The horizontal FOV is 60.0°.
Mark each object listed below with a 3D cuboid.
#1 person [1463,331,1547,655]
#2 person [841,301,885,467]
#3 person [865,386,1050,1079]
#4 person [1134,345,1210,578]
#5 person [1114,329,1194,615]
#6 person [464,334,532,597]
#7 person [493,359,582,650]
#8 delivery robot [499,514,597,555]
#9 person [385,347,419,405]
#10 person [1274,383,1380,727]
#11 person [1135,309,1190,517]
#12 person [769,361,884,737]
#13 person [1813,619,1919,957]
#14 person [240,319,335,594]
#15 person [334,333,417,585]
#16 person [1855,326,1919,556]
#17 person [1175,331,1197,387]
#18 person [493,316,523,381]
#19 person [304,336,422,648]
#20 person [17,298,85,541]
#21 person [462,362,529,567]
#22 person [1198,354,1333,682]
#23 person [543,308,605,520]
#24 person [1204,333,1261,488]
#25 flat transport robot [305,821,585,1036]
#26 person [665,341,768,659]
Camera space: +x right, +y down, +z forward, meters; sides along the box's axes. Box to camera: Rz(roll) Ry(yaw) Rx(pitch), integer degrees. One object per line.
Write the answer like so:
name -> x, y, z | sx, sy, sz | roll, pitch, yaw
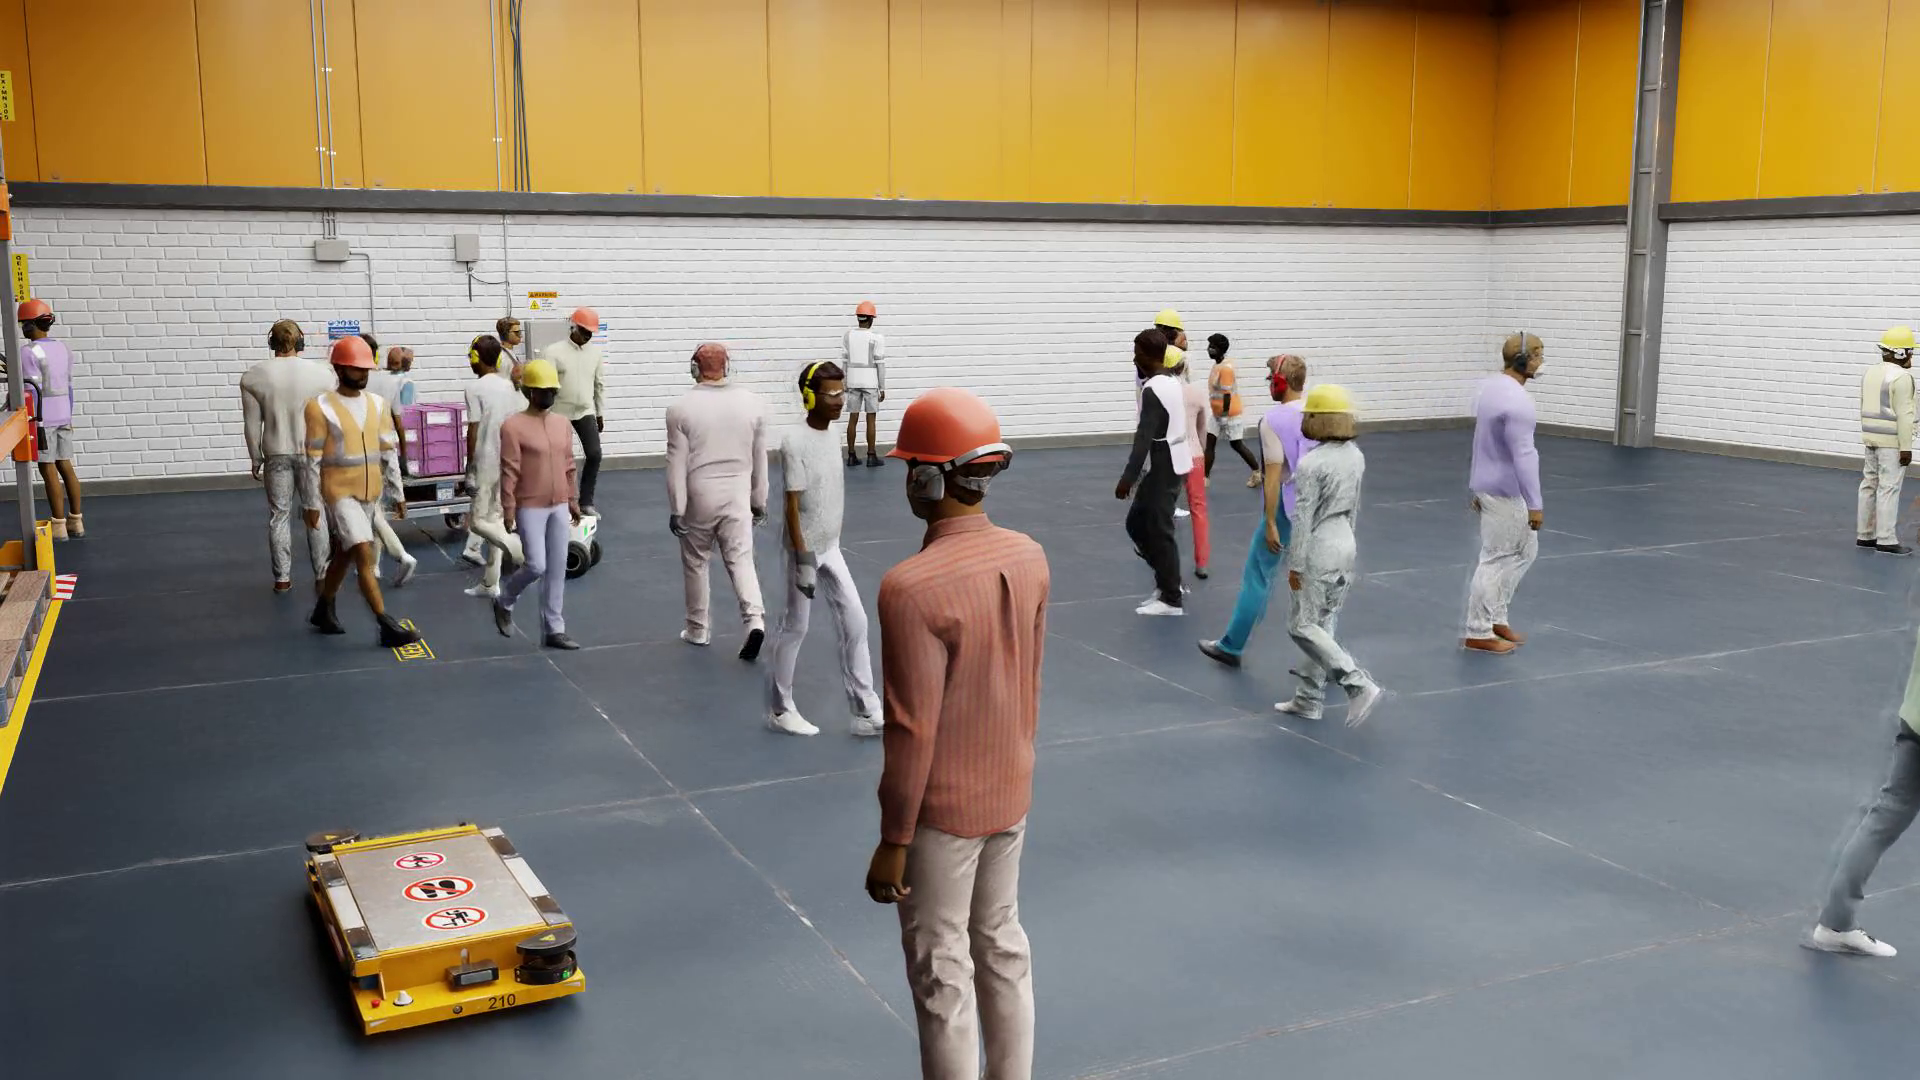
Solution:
person -> 3.234, -0.258, 9.743 | 0.550, 1.920, 0.660 | 1, 9, 5
person -> -1.110, -1.811, 19.372 | 0.543, 1.930, 0.380 | 3, 10, 19
person -> -0.014, 0.628, 4.030 | 0.381, 1.994, 0.622 | 6, 11, 33
person -> 1.633, -0.599, 12.495 | 0.612, 1.712, 0.896 | -3, 10, -20
person -> 1.272, -0.431, 10.919 | 0.508, 1.896, 0.587 | 2, 9, 12
person -> -3.179, -0.494, 11.472 | 0.608, 1.841, 0.528 | 3, 10, 20
person -> -2.541, -0.210, 9.970 | 0.483, 1.752, 0.531 | 7, 11, 35
delivery robot -> -3.103, -0.060, 12.466 | 0.707, 0.478, 0.477 | 0, 9, 0
person -> -5.189, -0.970, 15.211 | 0.521, 1.590, 0.872 | 7, 12, 38
person -> 1.827, 0.086, 8.236 | 0.497, 1.723, 0.639 | -8, 12, -42
person -> 1.888, -1.171, 15.426 | 0.381, 1.919, 0.584 | -8, 12, -39
person -> -0.593, 0.071, 7.978 | 0.868, 1.833, 0.573 | 5, 10, 28
person -> 3.239, 0.622, 5.329 | 0.855, 1.587, 0.502 | 2, 9, 12
person -> -4.692, -0.581, 11.710 | 0.630, 1.940, 0.372 | -2, 9, -14
person -> -4.223, -0.579, 12.066 | 0.831, 1.830, 0.516 | 7, 12, 39
person -> 7.462, -0.793, 13.348 | 0.404, 1.833, 0.590 | 0, 9, -2
person -> 2.488, -1.585, 18.907 | 0.531, 1.607, 0.645 | 5, 11, 30
person -> -4.307, -1.208, 15.886 | 0.326, 1.843, 0.515 | -1, 9, -8
person -> -3.703, -0.300, 10.157 | 1.051, 1.882, 0.558 | 6, 11, 32
person -> -7.710, -1.004, 14.006 | 0.393, 2.041, 0.614 | 1, 9, 4
person -> -3.437, -0.575, 12.758 | 0.867, 1.590, 0.584 | -4, 10, -25
person -> 1.781, -0.137, 9.372 | 0.570, 1.804, 0.917 | -7, 12, -38
person -> -3.534, -1.124, 15.060 | 0.762, 1.935, 0.655 | -7, 11, -36
person -> 2.811, -1.337, 17.307 | 0.830, 1.647, 0.564 | -2, 9, -10
flat transport robot -> -1.771, 1.236, 5.587 | 0.652, 0.197, 1.431 | -5, 10, -27
person -> -1.417, -0.239, 9.835 | 0.655, 1.869, 0.914 | -5, 10, -28
